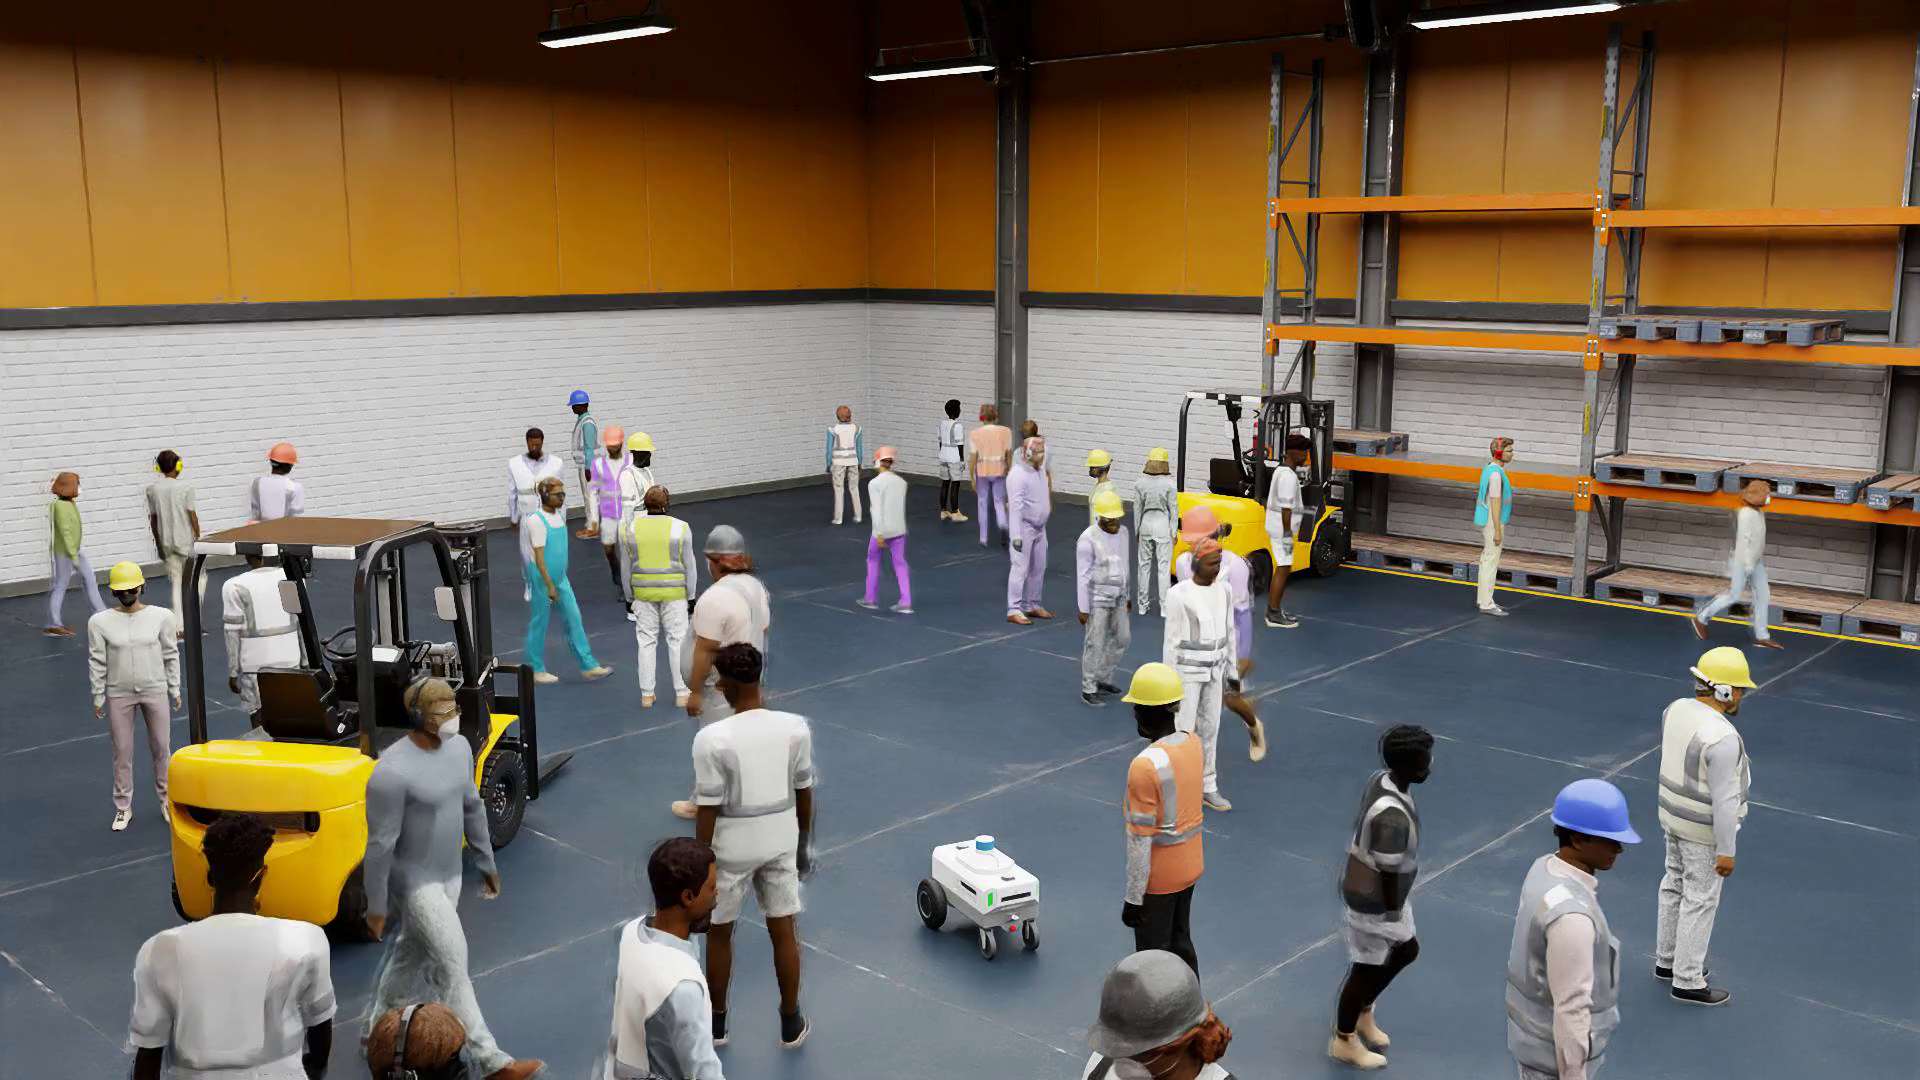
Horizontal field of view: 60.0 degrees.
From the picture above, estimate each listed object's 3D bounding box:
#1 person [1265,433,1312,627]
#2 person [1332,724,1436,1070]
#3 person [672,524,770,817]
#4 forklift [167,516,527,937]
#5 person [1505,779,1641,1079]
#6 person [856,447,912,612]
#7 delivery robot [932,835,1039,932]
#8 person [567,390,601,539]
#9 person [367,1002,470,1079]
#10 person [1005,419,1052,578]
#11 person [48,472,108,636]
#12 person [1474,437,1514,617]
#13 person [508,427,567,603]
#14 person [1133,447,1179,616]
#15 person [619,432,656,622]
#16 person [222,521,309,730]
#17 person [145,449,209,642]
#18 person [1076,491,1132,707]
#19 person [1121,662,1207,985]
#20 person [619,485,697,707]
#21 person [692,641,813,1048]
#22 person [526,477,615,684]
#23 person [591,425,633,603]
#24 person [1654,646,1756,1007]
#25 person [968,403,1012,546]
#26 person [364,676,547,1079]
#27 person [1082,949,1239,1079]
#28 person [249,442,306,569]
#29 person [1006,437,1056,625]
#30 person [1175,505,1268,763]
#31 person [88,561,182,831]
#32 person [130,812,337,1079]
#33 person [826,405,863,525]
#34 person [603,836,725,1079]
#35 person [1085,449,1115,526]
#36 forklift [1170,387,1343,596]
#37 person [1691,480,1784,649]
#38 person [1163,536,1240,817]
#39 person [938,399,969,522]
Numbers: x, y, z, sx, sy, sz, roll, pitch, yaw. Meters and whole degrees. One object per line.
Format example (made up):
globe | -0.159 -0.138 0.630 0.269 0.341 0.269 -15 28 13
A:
person | 3.265 -0.100 16.582 0.452 1.942 0.618 1 10 6
person | 1.912 1.624 7.549 0.423 1.665 0.557 3 11 18
person | -1.491 0.875 10.760 0.867 2.000 0.691 3 10 15
forklift | -3.583 0.976 9.748 1.214 2.155 2.313 2 10 11
person | 2.134 1.779 5.887 0.402 1.943 0.608 2 10 11
person | -0.770 -0.112 17.341 0.790 1.696 0.566 10 14 43
delivery robot | 0.136 1.863 9.100 0.477 0.478 0.707 -5 11 -27
person | -4.883 -0.985 21.652 0.416 1.939 0.604 -4 11 -20
person | -1.389 2.092 4.397 0.429 1.842 0.634 -1 10 -6
person | 0.786 -0.464 19.008 0.514 1.829 0.484 -8 13 -39
person | -8.551 0.133 16.203 0.787 1.598 0.530 -3 10 -14
person | 5.491 -0.146 17.127 0.379 1.844 0.570 2 10 13
person | -4.471 -0.258 17.637 0.599 1.895 0.445 -2 10 -11
person | 2.025 -0.085 17.100 0.484 1.736 0.308 5 11 28
person | -3.222 -0.132 16.819 0.367 1.927 0.590 1 10 8
person | -4.750 0.826 11.404 0.558 1.925 0.421 -9 13 -40
person | -7.505 0.052 15.996 0.549 1.844 0.466 0 10 2
person | 1.192 0.477 13.683 0.466 1.809 0.628 9 14 43
person | 0.903 1.500 7.570 0.394 1.919 0.582 6 12 32
person | -2.463 0.461 13.686 0.619 1.845 0.430 0 10 2
person | -1.015 1.438 7.858 0.689 1.945 0.578 -7 12 -33
person | -3.413 0.373 14.289 0.810 1.814 0.519 4 11 23
person | -3.696 -0.316 17.947 0.547 1.909 0.770 -1 10 -6
person | 3.706 1.419 8.306 0.403 1.820 0.598 0 10 -2
person | 0.385 -0.801 20.895 0.578 1.832 0.608 -2 10 -13
person | -2.332 1.533 7.468 1.035 1.880 0.660 3 10 15
person | 0.473 2.008 4.310 0.536 2.000 0.676 -8 13 -37
person | -6.649 -0.011 16.238 0.571 1.891 0.800 0 10 -3
person | 0.706 -0.095 16.711 0.399 1.896 0.658 6 12 32
person | 1.865 0.719 11.792 0.682 1.999 0.835 10 14 43
person | -5.351 1.003 10.817 0.533 1.768 0.311 -5 11 -26
person | -2.403 1.847 5.598 0.605 1.899 1.032 -1 10 -8
person | -1.579 -1.021 22.725 0.519 1.630 0.317 -5 11 -25
person | -0.879 1.889 5.408 0.639 1.894 0.609 -3 10 -16
person | 1.408 -0.033 16.717 0.322 1.765 0.533 -2 10 -9
forklift | 3.298 -0.608 18.767 1.214 2.155 2.313 9 13 42
person | 7.424 0.210 15.783 0.497 1.603 0.755 -9 13 -42
person | 1.601 0.904 11.063 0.575 1.881 0.366 -7 12 -35
person | -0.102 -1.099 22.979 0.317 1.696 0.539 -7 12 -35
